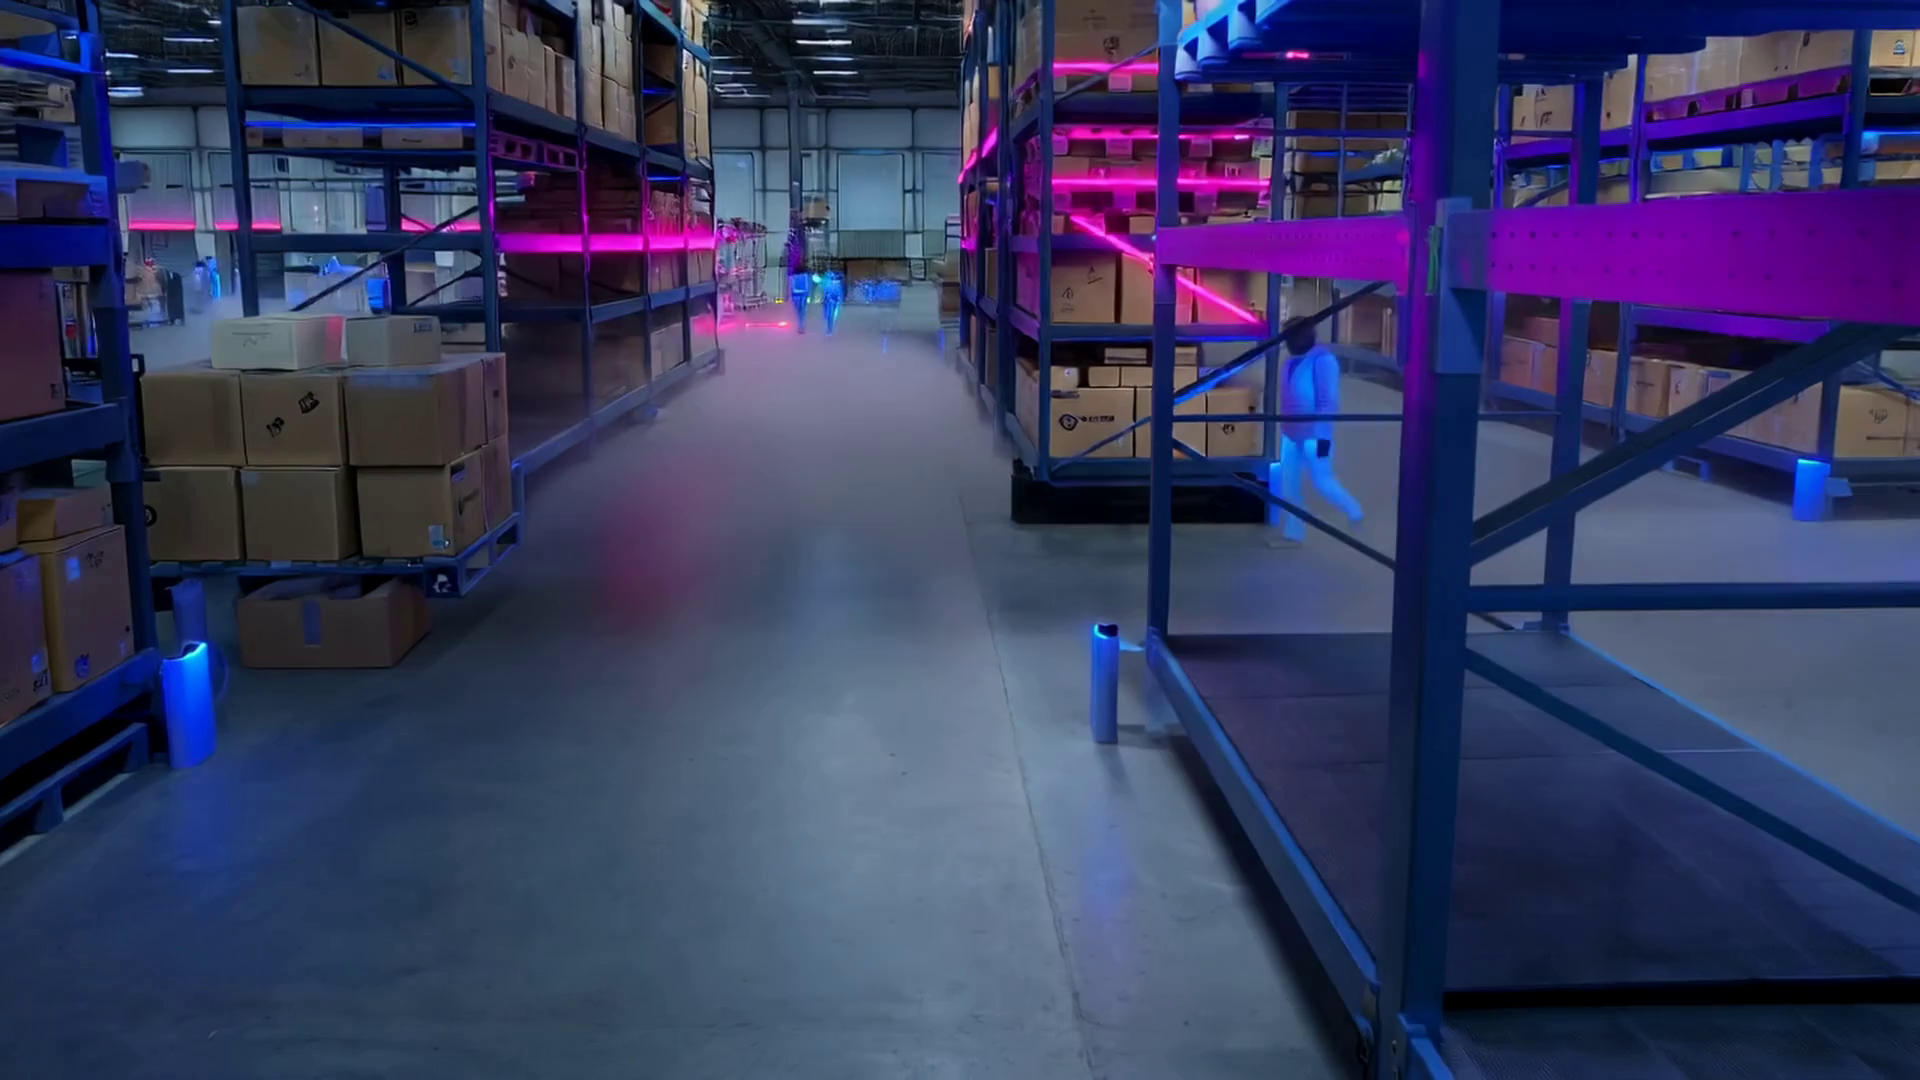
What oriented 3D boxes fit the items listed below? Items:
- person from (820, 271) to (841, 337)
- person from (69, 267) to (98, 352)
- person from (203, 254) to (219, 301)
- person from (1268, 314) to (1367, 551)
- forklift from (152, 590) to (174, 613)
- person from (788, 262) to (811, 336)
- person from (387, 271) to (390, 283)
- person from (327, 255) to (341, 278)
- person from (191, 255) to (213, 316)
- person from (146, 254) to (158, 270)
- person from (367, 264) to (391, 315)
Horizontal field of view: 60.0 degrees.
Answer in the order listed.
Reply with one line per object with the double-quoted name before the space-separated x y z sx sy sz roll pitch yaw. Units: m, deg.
"person" -3.207 -5.874 41.340 0.525 1.622 0.611 2 10 11
"person" -18.560 -4.875 35.258 0.942 1.818 0.560 1 10 6
"person" -29.596 -10.360 65.730 0.429 1.842 0.633 8 13 38
"person" 2.722 -0.811 12.654 0.730 1.809 0.667 -4 11 -23
"forklift" -5.858 -0.811 9.639 1.873 2.768 1.129 -1 10 -3
"person" -4.020 -6.075 41.847 0.579 1.855 0.928 2 10 9
"person" -18.756 -8.392 55.198 0.321 1.694 0.535 8 13 39
"person" -24.047 -10.066 64.127 0.627 1.822 0.663 6 12 32
"person" -24.011 -8.062 52.756 0.759 1.909 0.625 0 10 2
"person" -27.222 -8.680 56.106 0.373 1.934 0.551 -6 12 -29
"person" -11.991 -4.771 34.379 0.593 1.920 0.391 6 12 30
